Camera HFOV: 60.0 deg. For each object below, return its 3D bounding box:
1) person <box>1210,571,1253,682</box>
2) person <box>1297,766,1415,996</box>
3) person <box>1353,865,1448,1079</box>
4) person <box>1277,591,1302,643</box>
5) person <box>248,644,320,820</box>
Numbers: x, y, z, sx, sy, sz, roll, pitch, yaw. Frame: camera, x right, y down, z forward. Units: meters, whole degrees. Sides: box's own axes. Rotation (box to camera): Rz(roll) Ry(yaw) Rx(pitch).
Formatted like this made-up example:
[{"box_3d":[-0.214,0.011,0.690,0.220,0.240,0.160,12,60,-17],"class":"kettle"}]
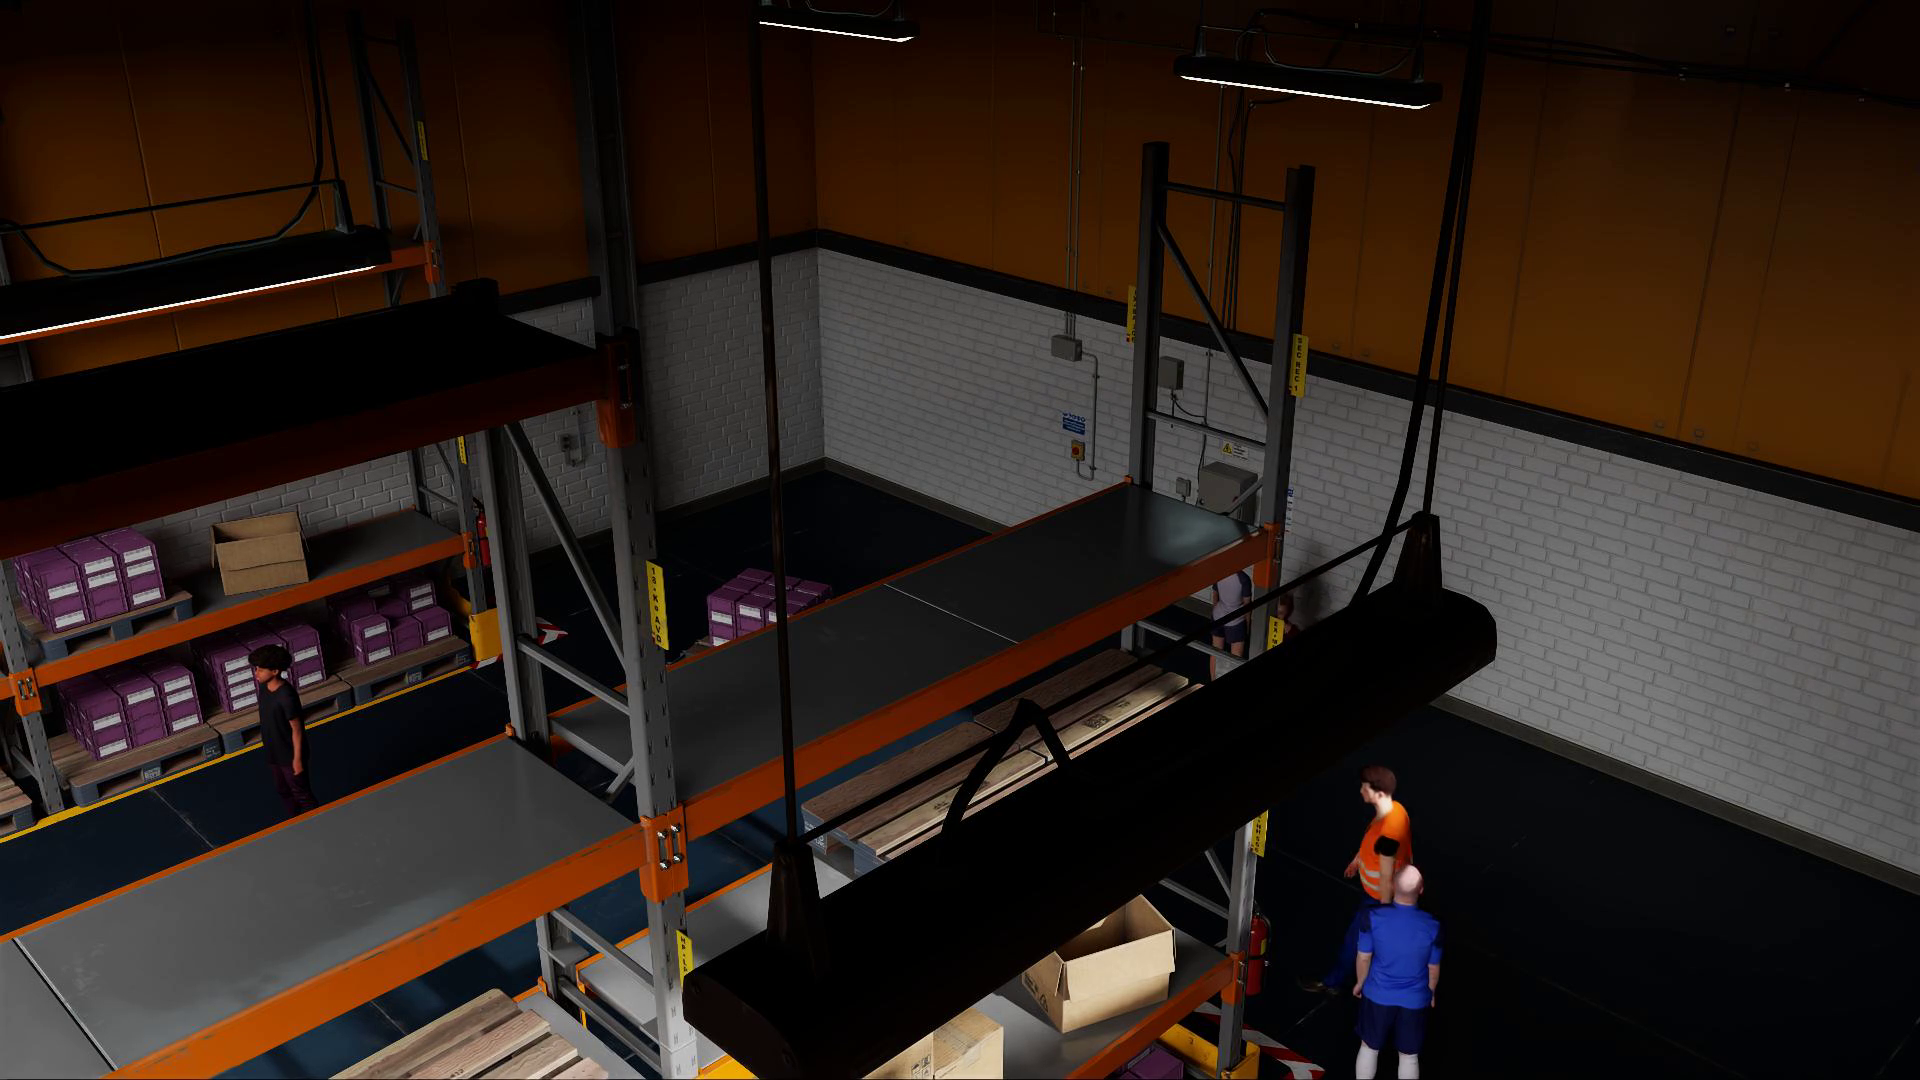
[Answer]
[{"box_3d":[2.503,0.714,15.359,0.573,1.564,0.533,19,30,37],"class":"person"},{"box_3d":[2.954,2.381,11.195,1.050,1.846,1.130,10,26,23],"class":"person"},{"box_3d":[2.686,2.796,10.254,0.757,1.839,0.750,7,24,15],"class":"person"},{"box_3d":[2.746,1.197,14.101,0.617,1.688,0.625,21,31,40],"class":"person"},{"box_3d":[-5.280,1.617,13.021,0.649,1.784,0.599,18,29,35],"class":"person"}]
